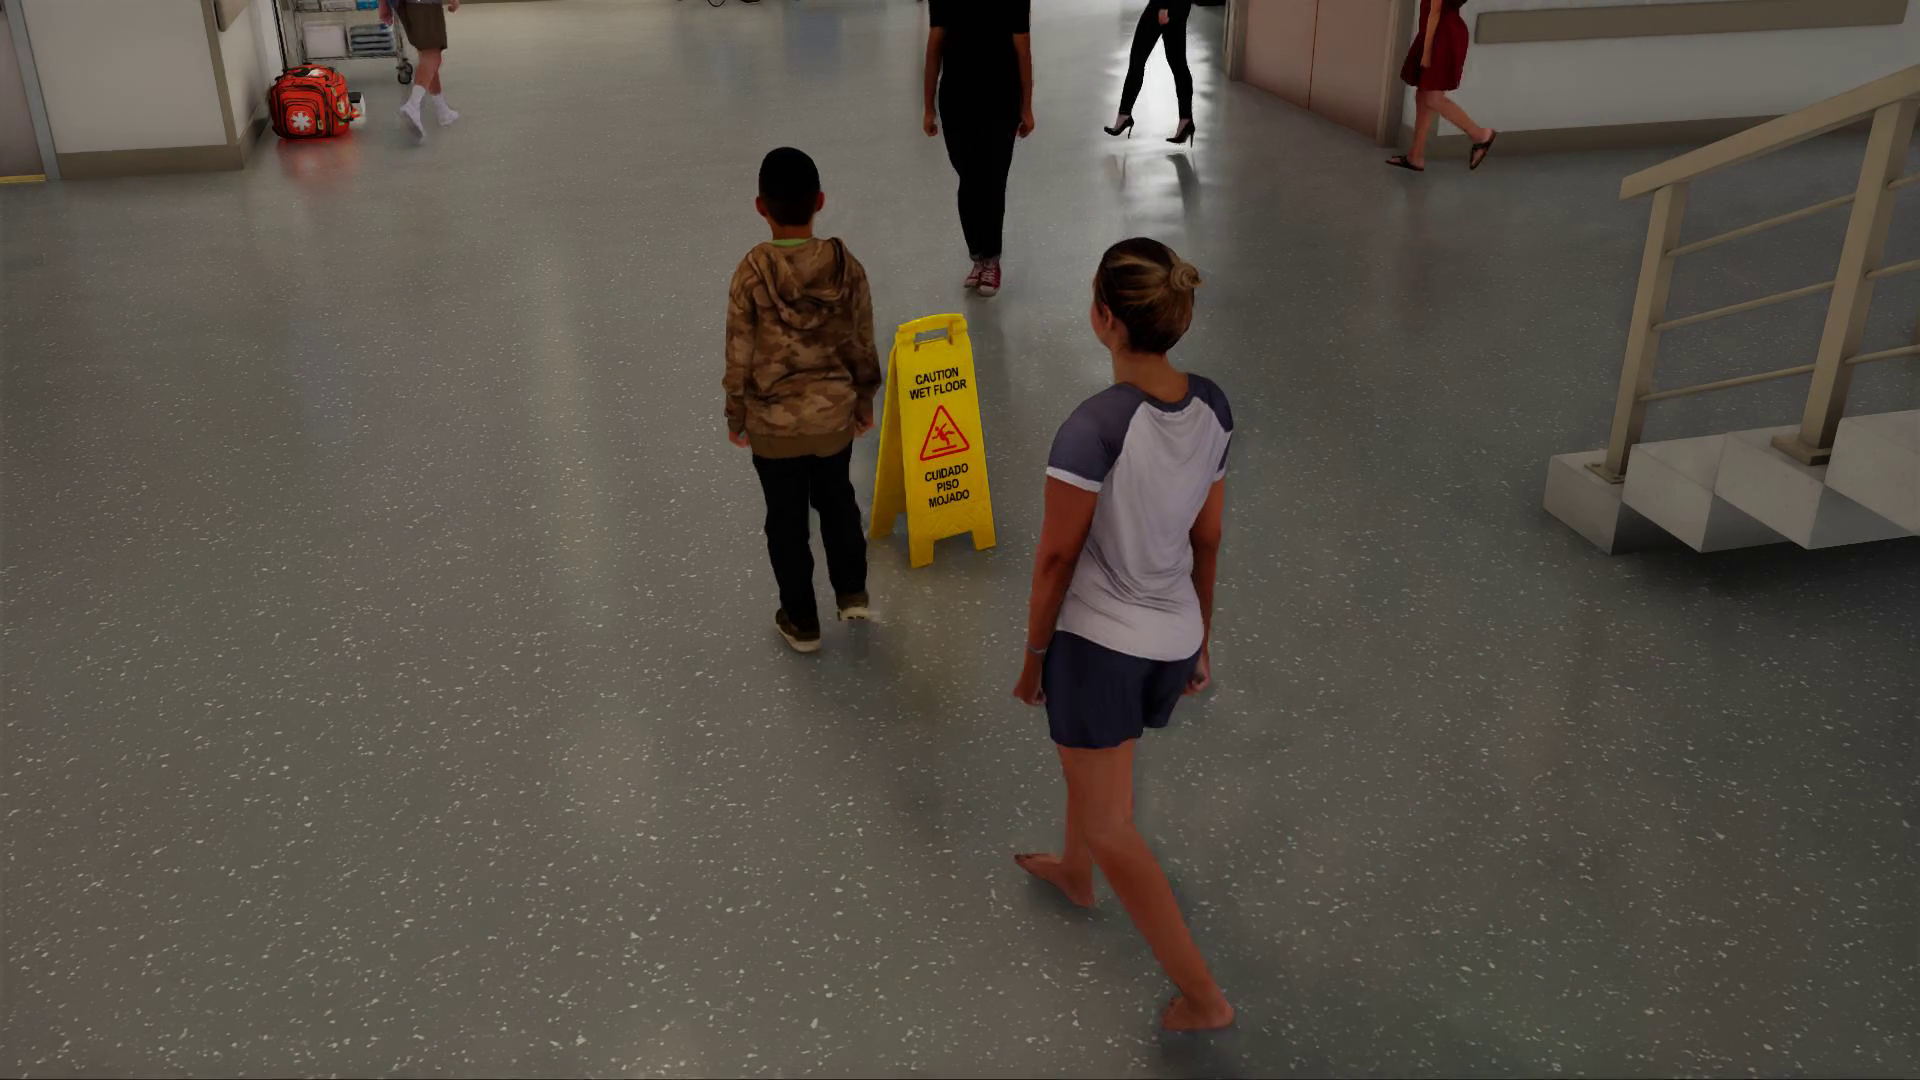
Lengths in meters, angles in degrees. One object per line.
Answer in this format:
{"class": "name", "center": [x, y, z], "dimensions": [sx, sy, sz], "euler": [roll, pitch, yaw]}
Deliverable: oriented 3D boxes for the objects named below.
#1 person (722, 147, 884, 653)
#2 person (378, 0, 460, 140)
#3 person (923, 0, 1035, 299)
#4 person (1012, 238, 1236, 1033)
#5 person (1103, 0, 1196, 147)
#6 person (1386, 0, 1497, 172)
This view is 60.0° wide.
{"class": "person", "center": [-0.418, -0.335, 4.617], "dimensions": [0.624, 1.447, 0.626], "euler": [-11, 28, -22]}
{"class": "person", "center": [-3.635, -3.559, 10.991], "dimensions": [0.956, 1.800, 1.269], "euler": [4, 26, 8]}
{"class": "person", "center": [0.113, -2.058, 7.843], "dimensions": [0.794, 1.748, 0.832], "euler": [7, 27, 15]}
{"class": "person", "center": [0.362, 0.246, 3.249], "dimensions": [0.826, 1.589, 1.075], "euler": [-19, 32, -35]}
{"class": "person", "center": [1.403, -3.359, 10.620], "dimensions": [0.956, 1.680, 0.905], "euler": [13, 29, 25]}
{"class": "person", "center": [2.957, -2.967, 9.982], "dimensions": [0.966, 1.529, 0.878], "euler": [15, 30, 29]}
